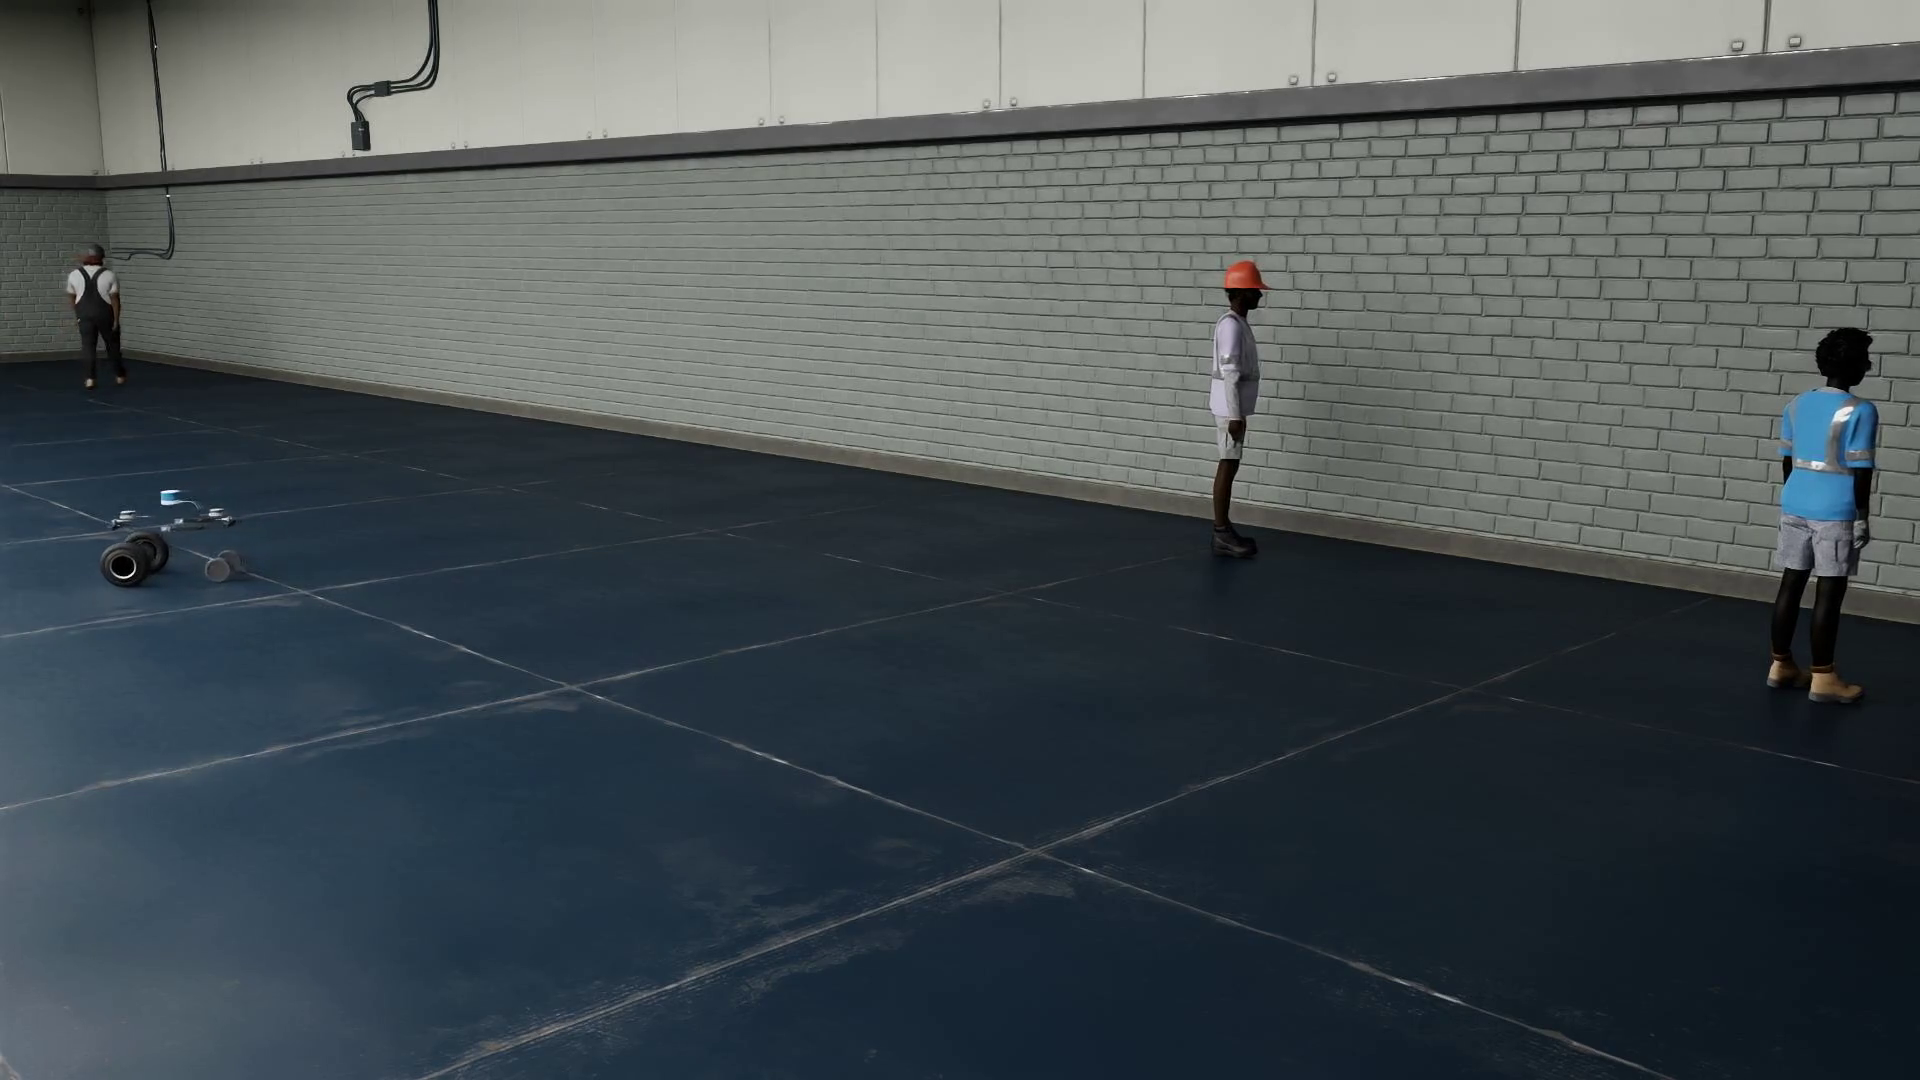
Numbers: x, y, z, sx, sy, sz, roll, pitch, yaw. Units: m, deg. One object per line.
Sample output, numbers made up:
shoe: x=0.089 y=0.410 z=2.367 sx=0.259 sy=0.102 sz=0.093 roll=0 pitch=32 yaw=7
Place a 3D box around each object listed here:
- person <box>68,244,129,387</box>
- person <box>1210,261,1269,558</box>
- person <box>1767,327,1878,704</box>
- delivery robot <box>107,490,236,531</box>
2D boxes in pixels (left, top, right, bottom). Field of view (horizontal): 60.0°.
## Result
person: x=-12.132 y=-3.170 z=23.433 sx=0.692 sy=2.000 sz=1.016 roll=-2 pitch=11 yaw=-10
person: x=1.847 y=-0.875 z=11.074 sx=0.362 sy=1.939 sz=0.542 roll=2 pitch=11 yaw=10
person: x=3.964 y=-0.121 z=7.626 sx=0.321 sy=1.696 sz=0.537 roll=-2 pitch=11 yaw=-12
delivery robot: x=-4.873 y=-0.190 z=10.271 sx=0.698 sy=0.223 sz=0.335 roll=-2 pitch=11 yaw=-10
